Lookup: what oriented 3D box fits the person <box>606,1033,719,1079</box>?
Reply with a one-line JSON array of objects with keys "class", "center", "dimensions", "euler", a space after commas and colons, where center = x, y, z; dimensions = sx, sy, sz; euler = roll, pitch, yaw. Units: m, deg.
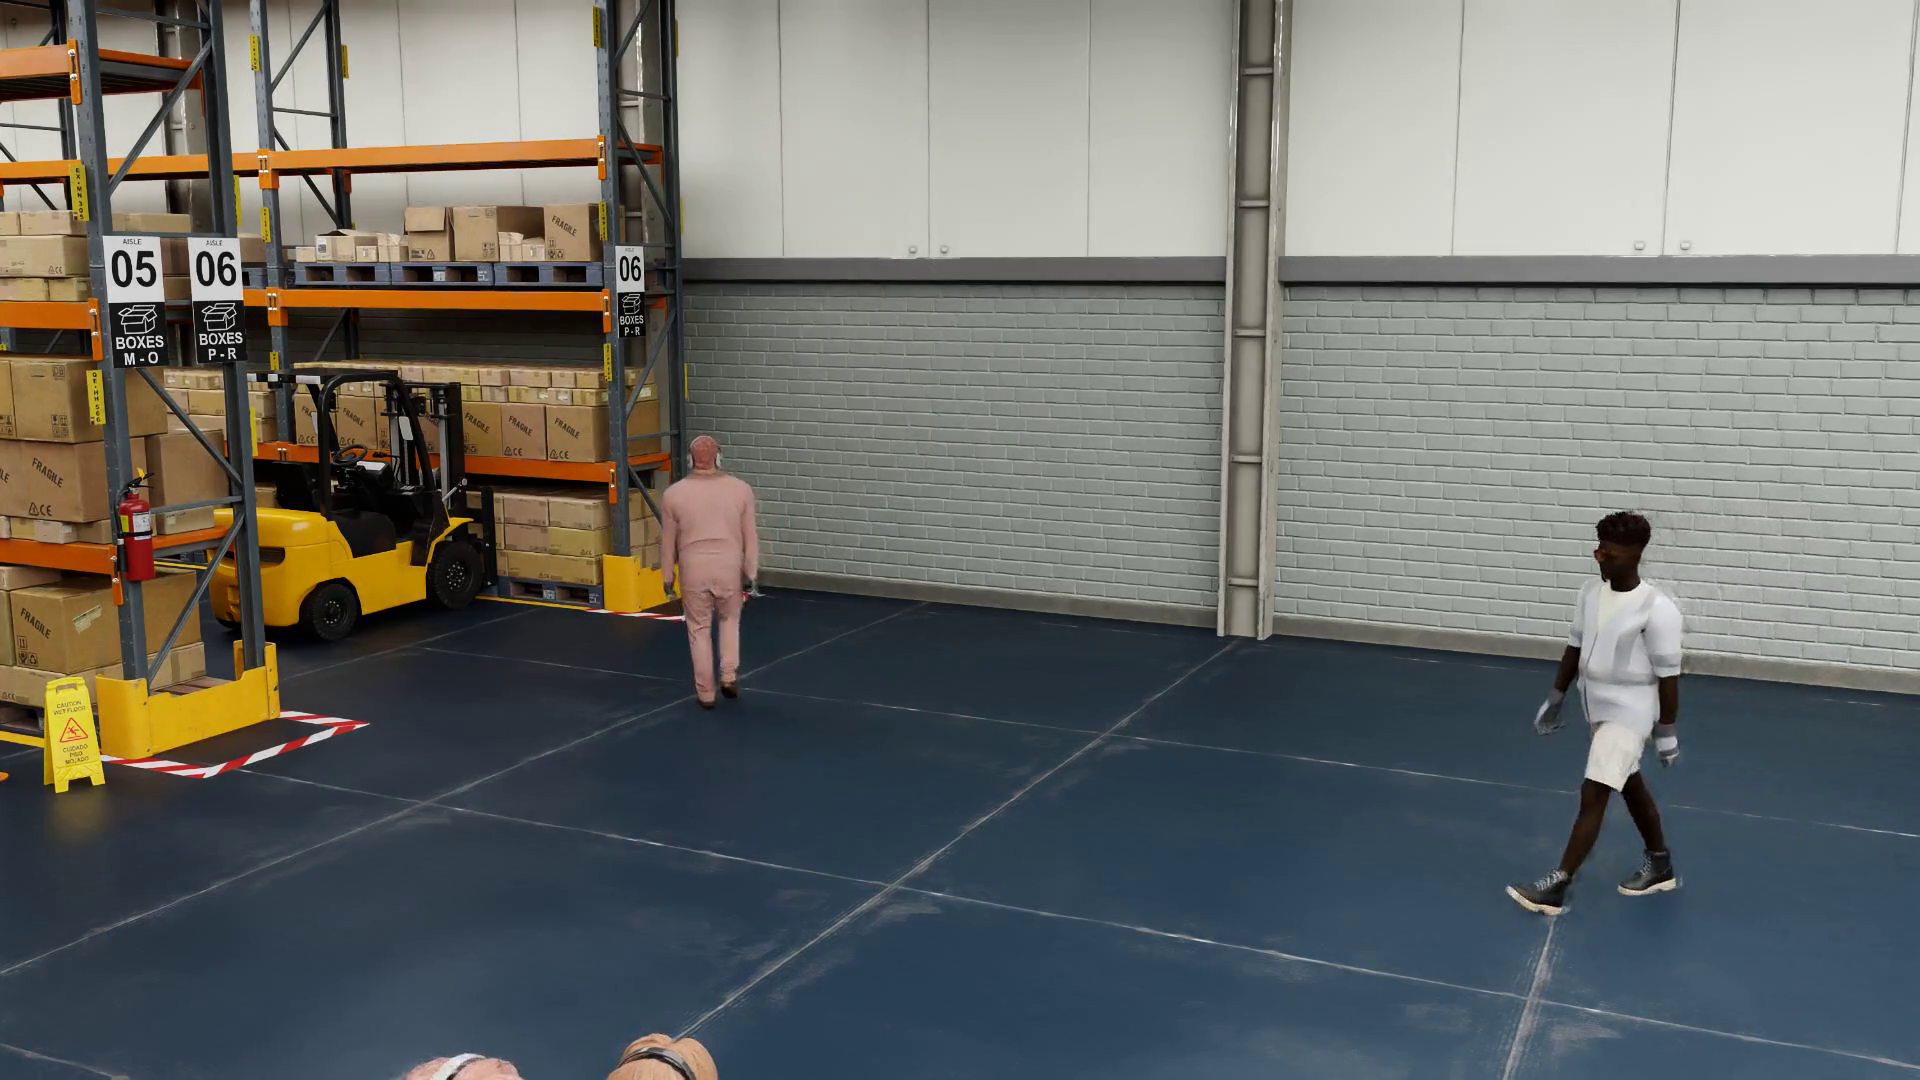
[{"class": "person", "center": [-0.544, 1.720, 3.106], "dimensions": [0.514, 1.641, 0.307], "euler": [1, 9, 5]}]

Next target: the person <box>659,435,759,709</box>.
[{"class": "person", "center": [-1.742, 0.219, 11.523], "dimensions": [0.678, 1.889, 0.462], "euler": [-2, 9, -13]}]

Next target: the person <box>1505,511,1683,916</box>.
[{"class": "person", "center": [3.064, 0.809, 7.872], "dimensions": [1.017, 1.914, 0.610], "euler": [-2, 9, -12]}]

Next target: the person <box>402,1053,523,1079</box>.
[{"class": "person", "center": [-0.735, 1.685, 2.523], "dimensions": [0.405, 1.907, 0.689], "euler": [4, 10, 23]}]
